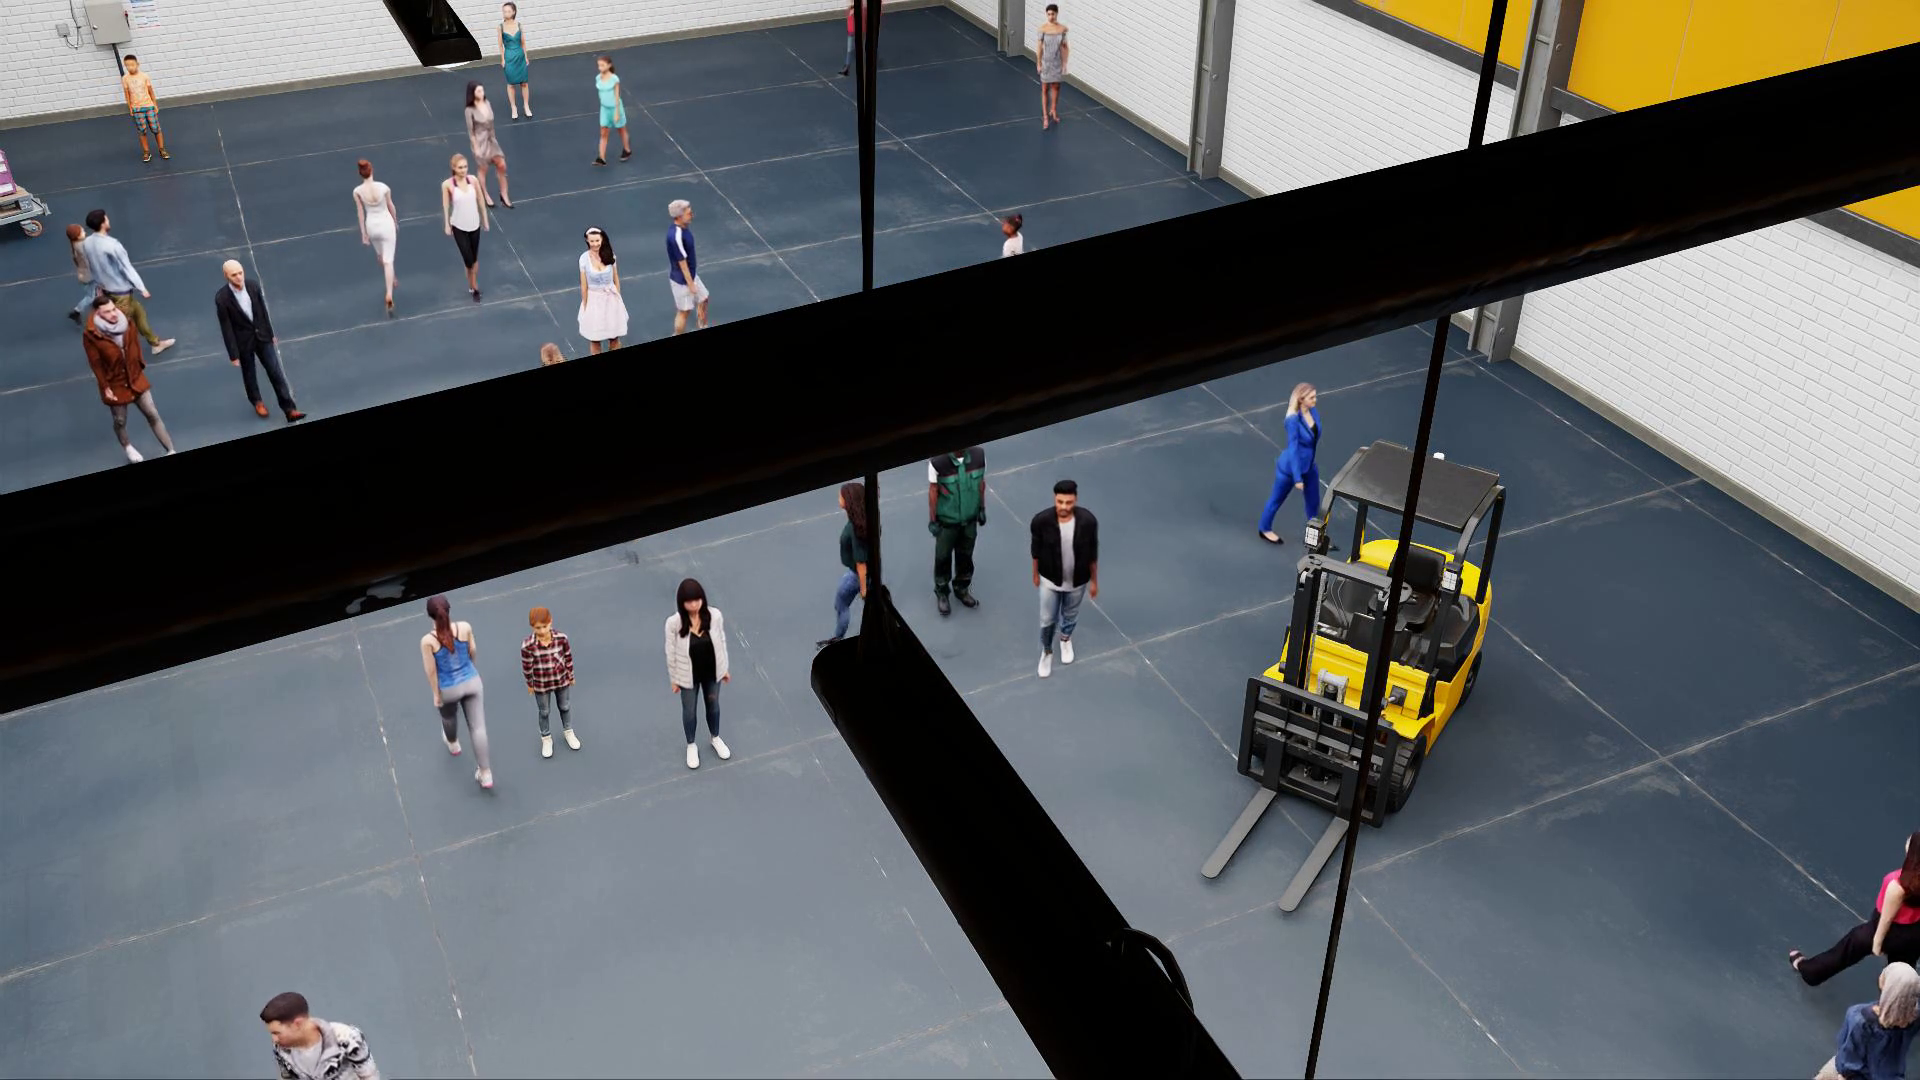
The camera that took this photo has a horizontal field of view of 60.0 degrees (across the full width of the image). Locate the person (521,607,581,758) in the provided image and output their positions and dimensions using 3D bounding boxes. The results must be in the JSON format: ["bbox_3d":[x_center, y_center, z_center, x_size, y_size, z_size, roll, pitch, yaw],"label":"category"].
[{"bbox_3d":[-3.127,1.051,12.681,0.521,1.305,0.504,-13,36,-19],"label":"person"}]

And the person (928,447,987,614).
[{"bbox_3d":[-0.028,-0.217,14.108,0.679,1.837,0.576,-13,36,-19],"label":"person"}]

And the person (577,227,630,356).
[{"bbox_3d":[-3.755,-2.443,17.474,0.684,1.817,0.697,-13,36,-19],"label":"person"}]

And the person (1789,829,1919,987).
[{"bbox_3d":[5.807,2.487,10.240,0.685,1.616,1.093,-9,35,-14],"label":"person"}]

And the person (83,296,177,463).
[{"bbox_3d":[-8.165,-1.529,16.120,1.193,1.795,1.003,24,41,32],"label":"person"}]

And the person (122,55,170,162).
[{"bbox_3d":[-11.409,-6.050,23.223,0.523,1.461,0.478,-13,36,-19],"label":"person"}]

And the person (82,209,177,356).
[{"bbox_3d":[-9.049,-2.598,17.754,1.231,1.767,1.137,21,39,28],"label":"person"}]

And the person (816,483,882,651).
[{"bbox_3d":[-0.719,0.265,13.601,0.913,1.596,0.891,7,34,10],"label":"person"}]

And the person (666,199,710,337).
[{"bbox_3d":[-3.083,-2.852,18.095,0.864,1.813,0.843,-3,34,-4],"label":"person"}]

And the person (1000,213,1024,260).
[{"bbox_3d":[0.670,-2.953,18.600,0.992,1.421,0.937,11,35,16],"label":"person"}]

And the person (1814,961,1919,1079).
[{"bbox_3d":[5.137,3.077,9.318,0.891,1.654,1.253,-3,34,-5],"label":"person"}]

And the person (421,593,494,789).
[{"bbox_3d":[-3.684,1.137,12.314,0.611,1.569,1.052,-19,38,-26],"label":"person"}]

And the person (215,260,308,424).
[{"bbox_3d":[-7.249,-2.030,16.906,1.248,1.760,1.001,27,42,35],"label":"person"}]

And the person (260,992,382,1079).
[{"bbox_3d":[-3.357,3.111,9.110,0.818,1.828,0.804,-9,35,-13],"label":"person"}]

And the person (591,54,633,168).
[{"bbox_3d":[-4.768,-5.961,23.040,1.014,1.516,1.026,14,36,20],"label":"person"}]

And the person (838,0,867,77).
[{"bbox_3d":[-1.588,-7.995,26.309,0.890,1.285,0.853,20,39,28],"label":"person"}]

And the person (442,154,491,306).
[{"bbox_3d":[-5.774,-3.671,19.365,0.696,1.771,0.782,-20,39,-27],"label":"person"}]

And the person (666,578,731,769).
[{"bbox_3d":[-1.963,0.973,12.498,0.609,1.638,0.540,-13,36,-19],"label":"person"}]

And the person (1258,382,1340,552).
[{"bbox_3d":[2.914,-0.664,14.929,1.081,1.673,0.872,27,42,34],"label":"person"}]

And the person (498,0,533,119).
[{"bbox_3d":[-6.582,-7.094,24.588,0.540,1.689,0.474,-13,36,-19],"label":"person"}]

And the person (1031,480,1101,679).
[{"bbox_3d":[0.851,0.210,13.506,0.853,1.791,0.895,-1,34,-2],"label":"person"}]

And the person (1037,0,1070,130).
[{"bbox_3d":[1.365,-6.940,24.261,0.745,1.795,0.847,-5,34,-7],"label":"person"}]

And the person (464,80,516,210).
[{"bbox_3d":[-6.242,-5.131,21.604,0.884,1.723,0.800,21,39,28],"label":"person"}]

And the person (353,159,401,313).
[{"bbox_3d":[-6.641,-3.459,19.066,0.808,1.748,1.162,-4,34,-6],"label":"person"}]
